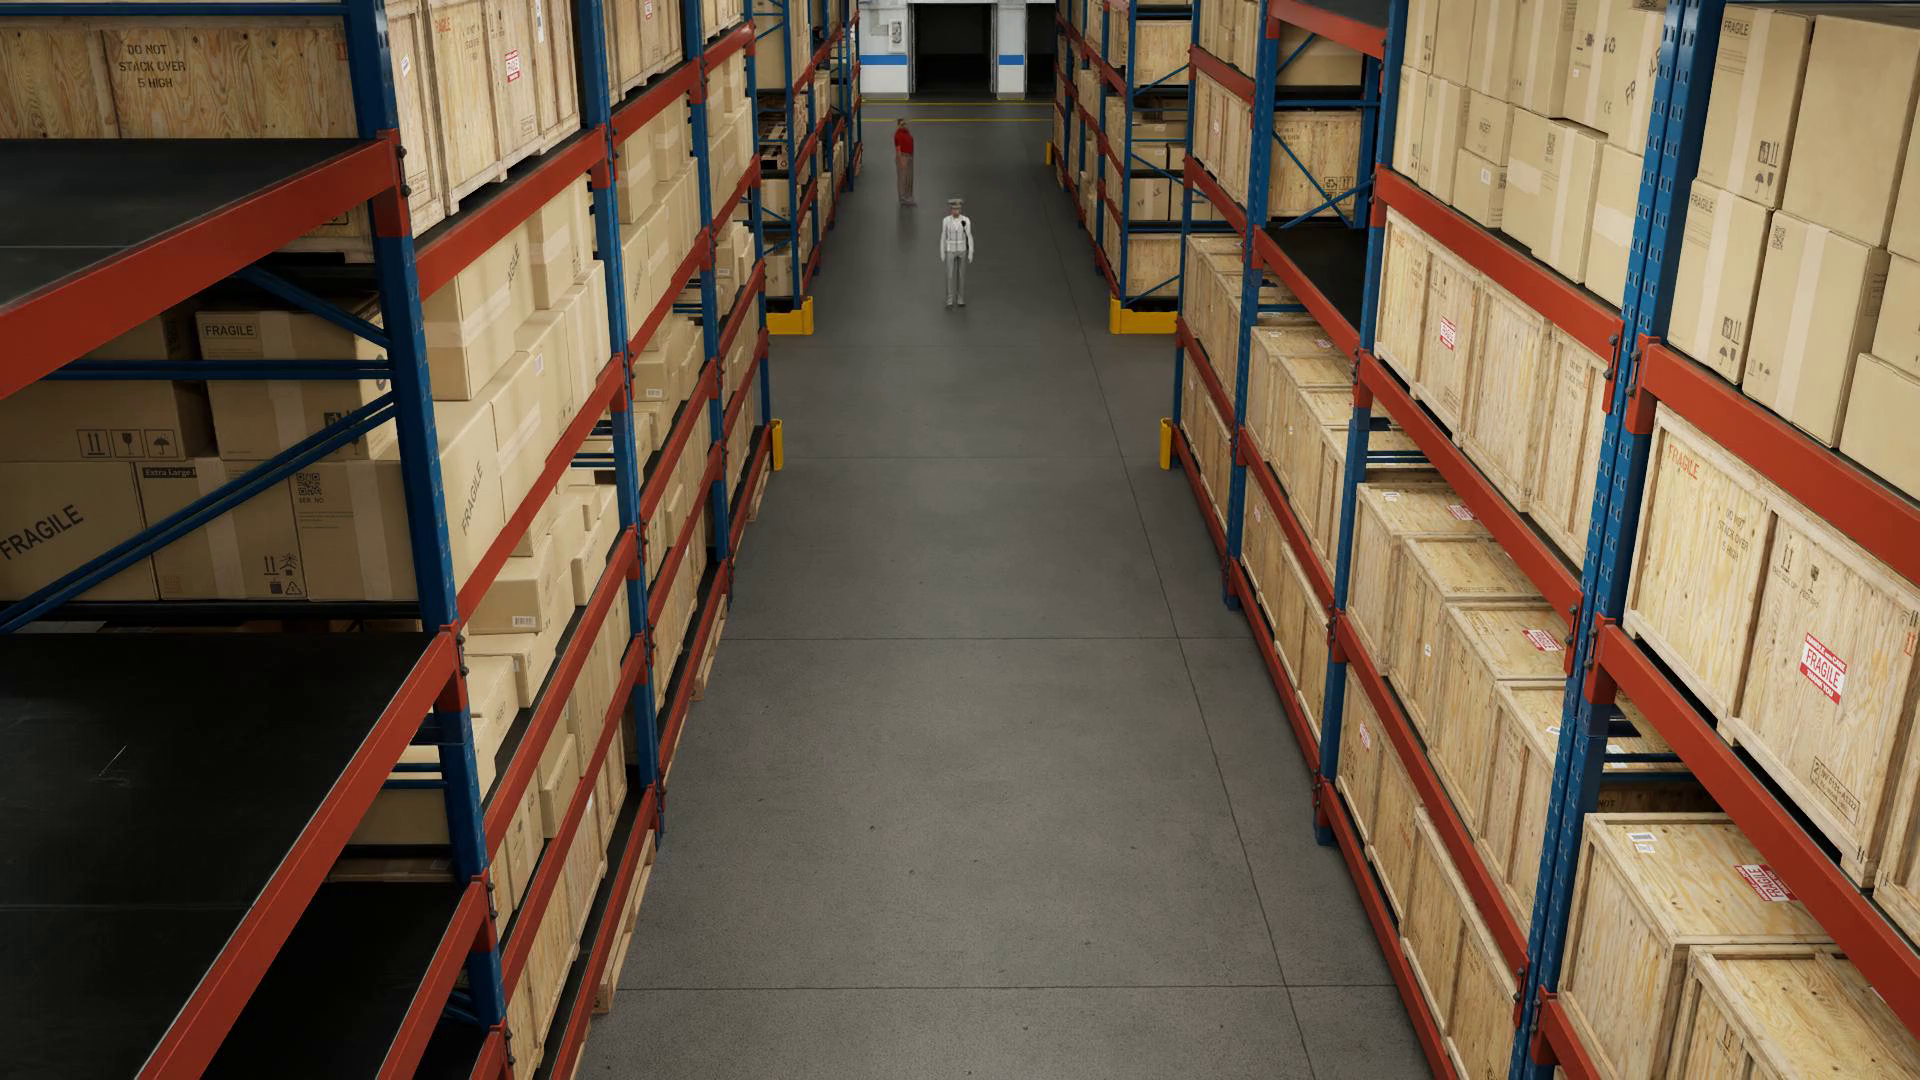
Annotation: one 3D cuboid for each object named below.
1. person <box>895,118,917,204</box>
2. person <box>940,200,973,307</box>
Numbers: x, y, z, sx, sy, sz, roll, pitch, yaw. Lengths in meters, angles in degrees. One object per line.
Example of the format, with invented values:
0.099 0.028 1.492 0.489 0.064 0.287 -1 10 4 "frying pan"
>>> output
-1.097 -7.868 34.507 0.421 1.737 0.562 12 24 27 "person"
-0.042 -4.449 25.905 0.505 1.659 0.736 -1 22 -4 "person"
